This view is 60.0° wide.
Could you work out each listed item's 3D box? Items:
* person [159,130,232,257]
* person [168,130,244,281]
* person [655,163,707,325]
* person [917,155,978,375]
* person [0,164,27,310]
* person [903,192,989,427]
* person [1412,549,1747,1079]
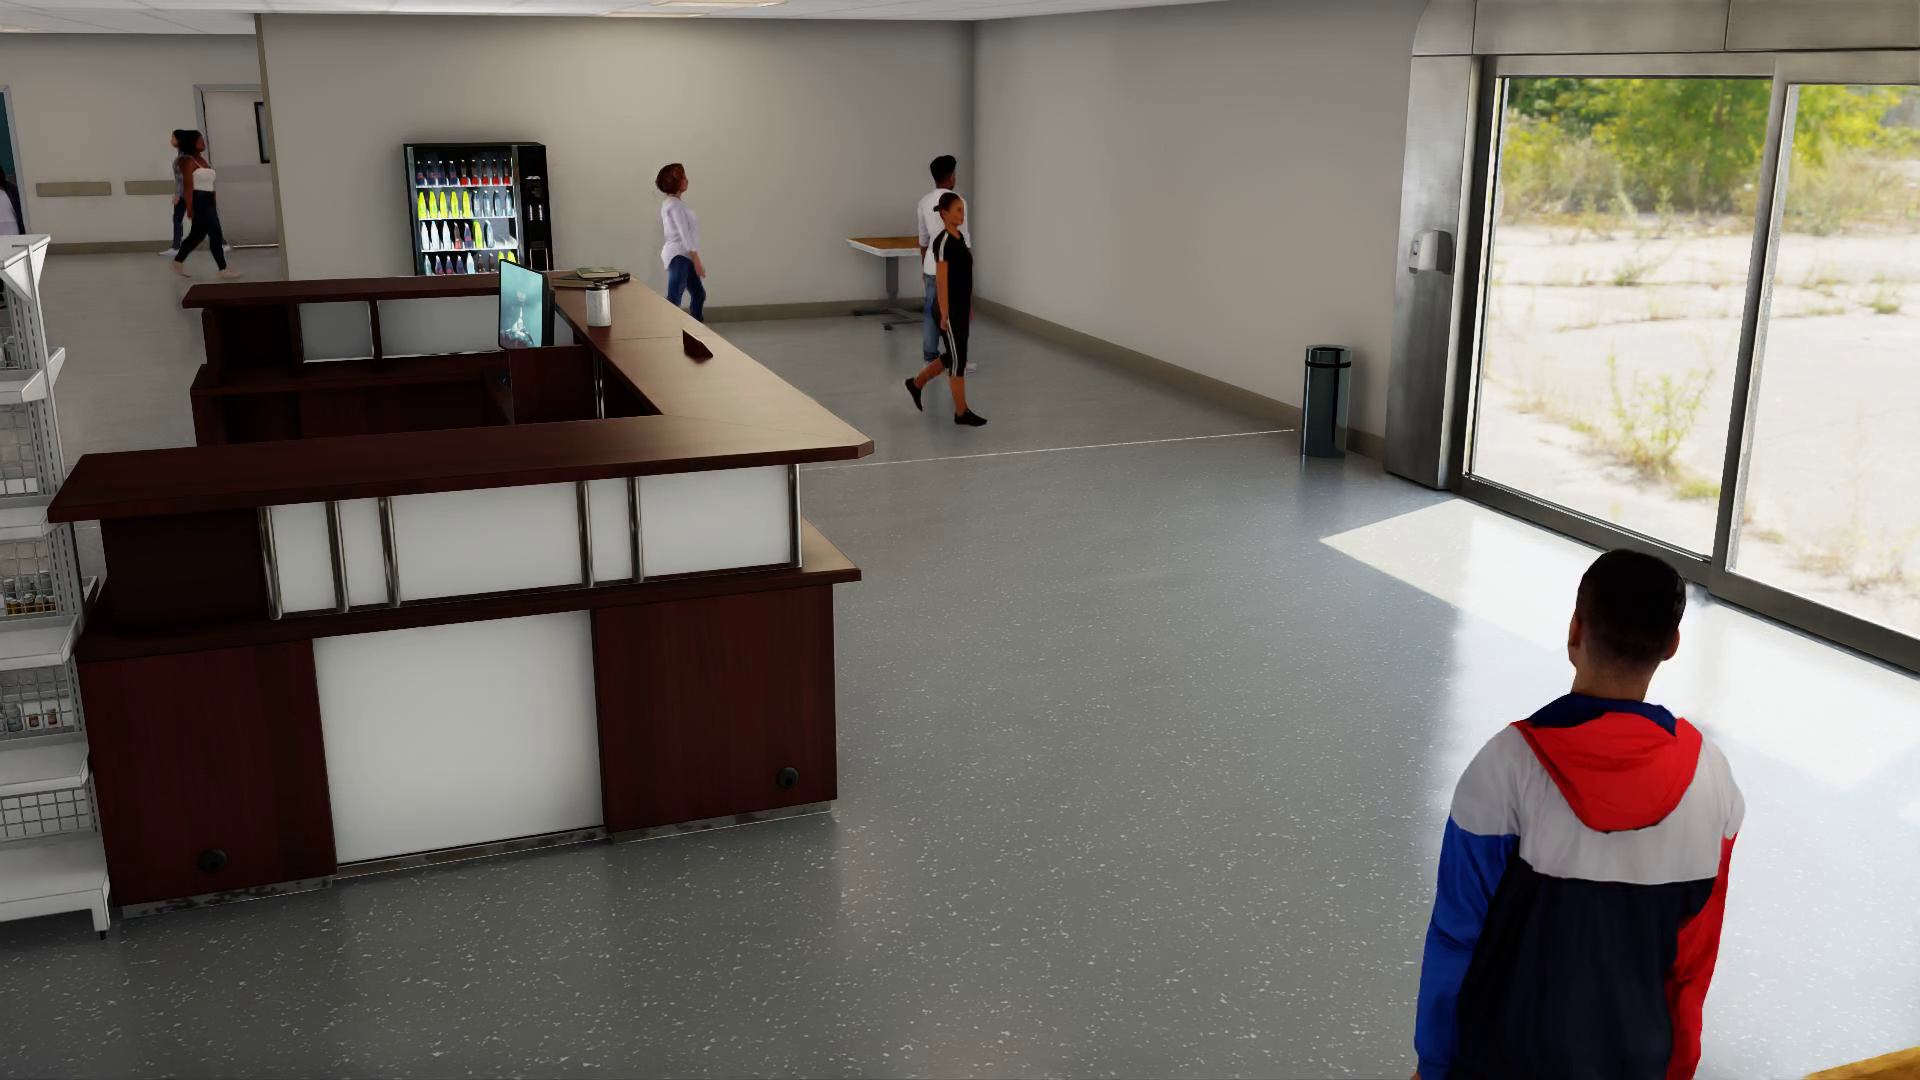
[{"bbox_3d":[-10.392,-4.675,22.616,1.144,1.691,0.645,-6,17,-22],"label":"person"},{"bbox_3d":[-9.287,-4.018,20.131,1.219,1.776,0.861,-1,16,-4],"label":"person"},{"bbox_3d":[-2.620,-2.508,14.933,0.875,1.689,0.745,-2,16,-6],"label":"person"},{"bbox_3d":[-0.136,-2.323,14.043,0.741,1.816,0.772,11,19,33],"label":"person"},{"bbox_3d":[-10.310,-3.295,17.901,0.836,1.595,0.749,13,20,39],"label":"person"},{"bbox_3d":[-0.117,-1.659,11.981,1.016,1.657,0.914,5,17,19],"label":"person"},{"bbox_3d":[1.023,0.902,2.755,0.992,1.735,0.858,-2,16,-6],"label":"person"}]
